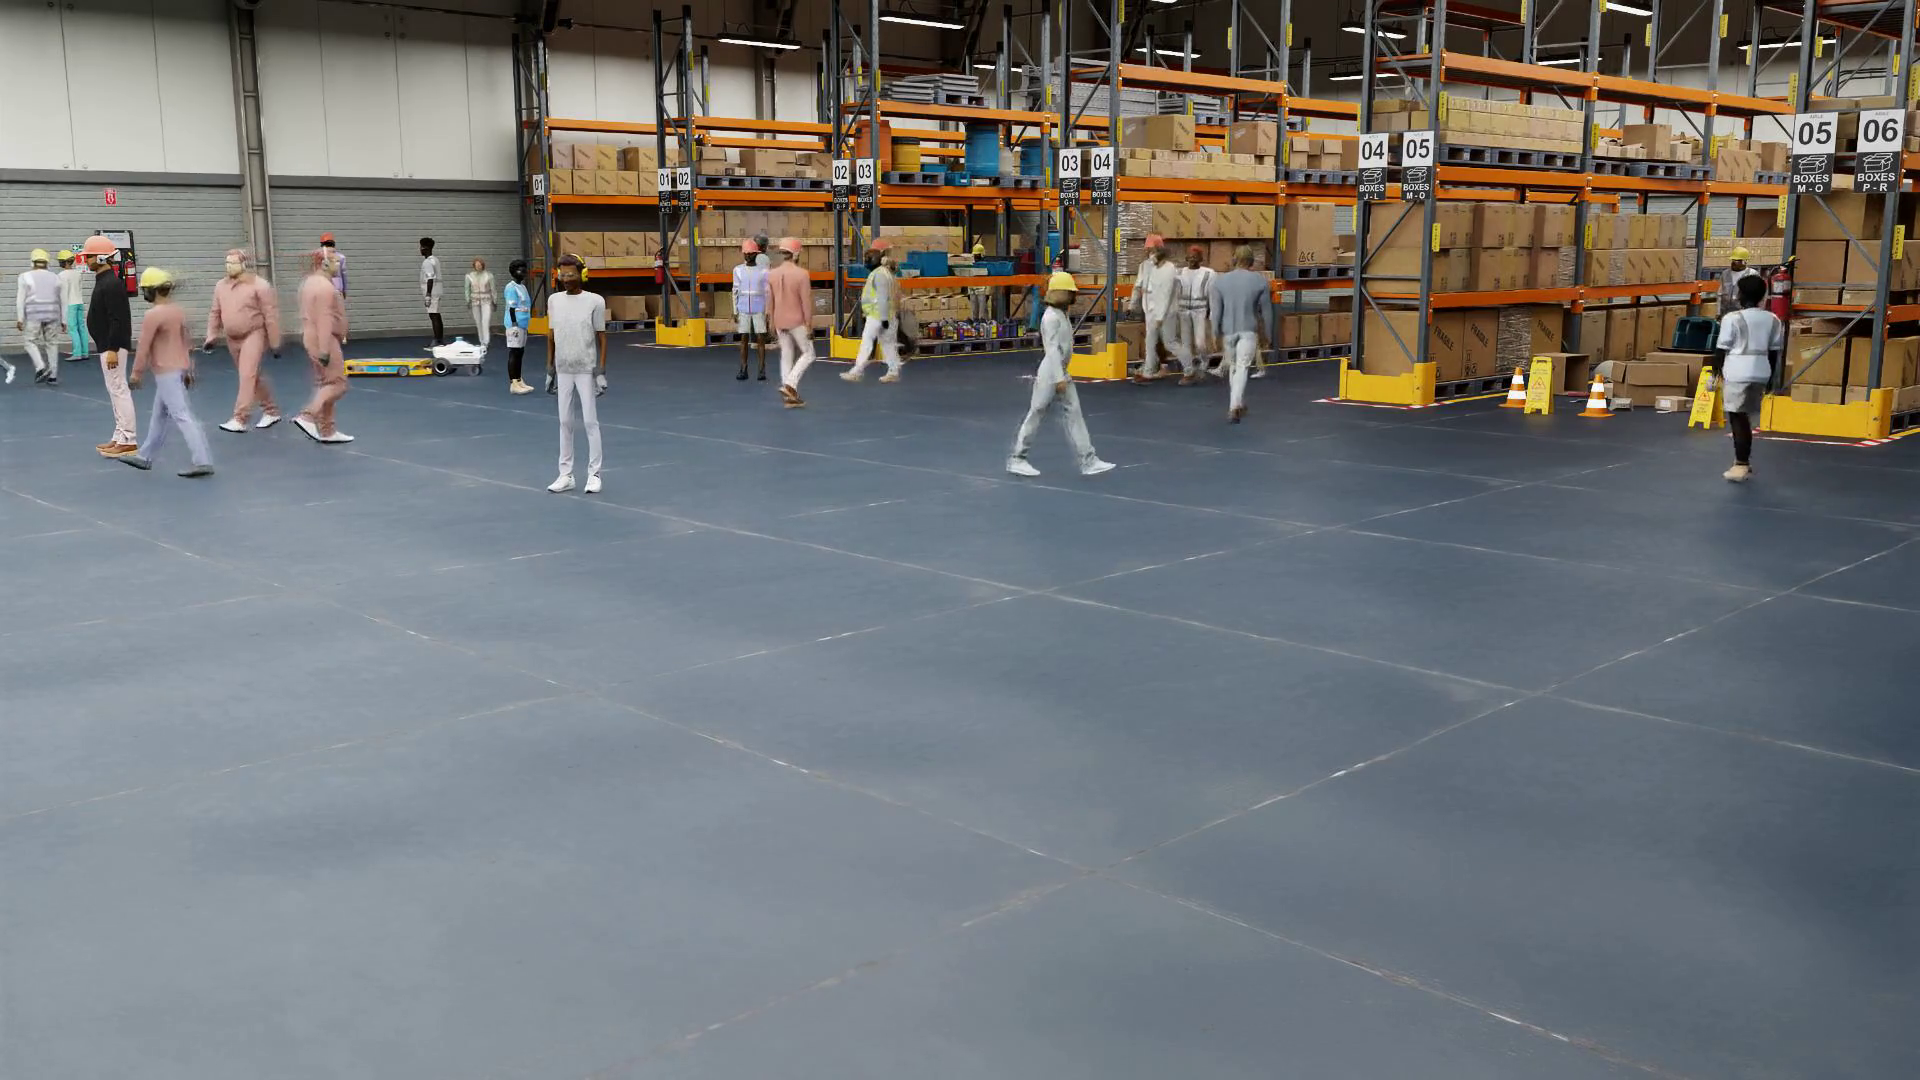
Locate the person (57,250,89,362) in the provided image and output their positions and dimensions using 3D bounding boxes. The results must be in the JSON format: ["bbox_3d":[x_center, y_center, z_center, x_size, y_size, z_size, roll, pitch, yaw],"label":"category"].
[{"bbox_3d":[-14.246,-3.753,26.643,0.324,1.767,0.533,0,10,2],"label":"person"}]

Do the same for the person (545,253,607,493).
[{"bbox_3d":[-3.010,-1.305,13.030,0.520,1.865,0.327,2,11,11],"label":"person"}]

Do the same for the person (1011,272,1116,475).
[{"bbox_3d":[0.829,-1.369,13.844,0.912,1.692,0.505,5,11,23],"label":"person"}]

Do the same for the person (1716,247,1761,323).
[{"bbox_3d":[11.245,-3.316,24.090,0.404,1.829,0.591,-9,14,-41],"label":"person"}]

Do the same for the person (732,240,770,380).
[{"bbox_3d":[-2.913,-3.216,23.249,0.545,1.938,0.360,1,10,3],"label":"person"}]

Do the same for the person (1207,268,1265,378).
[{"bbox_3d":[3.939,-3.053,23.328,0.894,1.576,0.505,-5,12,-26],"label":"person"}]

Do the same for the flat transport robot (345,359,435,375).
[{"bbox_3d":[-8.298,-2.506,24.040,1.431,0.197,0.652,-1,10,-4],"label":"flat transport robot"}]

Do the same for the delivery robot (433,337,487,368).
[{"bbox_3d":[-7.213,-2.690,24.014,0.707,0.478,0.477,-1,10,-4],"label":"delivery robot"}]

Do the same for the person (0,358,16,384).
[{"bbox_3d":[-12.871,-2.814,21.934,0.530,1.615,0.554,8,13,38],"label":"person"}]

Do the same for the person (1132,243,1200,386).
[{"bbox_3d":[2.785,-3.000,22.195,0.864,1.901,0.641,-3,11,-14],"label":"person"}]

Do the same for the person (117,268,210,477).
[{"bbox_3d":[-6.710,-1.387,13.864,0.882,1.727,0.528,0,10,-1],"label":"person"}]

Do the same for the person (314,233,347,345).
[{"bbox_3d":[-11.538,-4.597,30.487,0.377,2.045,0.605,9,14,41],"label":"person"}]

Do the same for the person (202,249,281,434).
[{"bbox_3d":[-7.369,-2.049,17.115,0.649,1.861,0.984,4,11,20],"label":"person"}]

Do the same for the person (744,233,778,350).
[{"bbox_3d":[-3.484,-4.384,29.447,0.538,2.000,0.689,-8,13,-37],"label":"person"}]

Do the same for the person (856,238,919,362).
[{"bbox_3d":[-1.139,-3.794,26.358,0.943,1.963,0.605,-3,11,-14],"label":"person"}]

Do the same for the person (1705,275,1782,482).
[{"bbox_3d":[6.417,-1.329,13.665,0.545,1.681,0.525,-4,11,-19],"label":"person"}]

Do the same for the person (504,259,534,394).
[{"bbox_3d":[-5.632,-2.721,21.203,0.321,1.696,0.530,0,10,2],"label":"person"}]

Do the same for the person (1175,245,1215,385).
[{"bbox_3d":[3.134,-3.038,22.447,0.598,1.868,0.409,5,11,23],"label":"person"}]

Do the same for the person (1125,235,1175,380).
[{"bbox_3d":[2.589,-3.192,22.944,1.009,1.994,0.618,-8,13,-36],"label":"person"}]

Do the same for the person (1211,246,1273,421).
[{"bbox_3d":[3.071,-2.262,18.200,0.646,1.893,1.036,4,11,22],"label":"person"}]

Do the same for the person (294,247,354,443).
[{"bbox_3d":[-6.128,-1.864,15.994,0.486,1.894,0.650,-7,12,-32],"label":"person"}]

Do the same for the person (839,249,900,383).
[{"bbox_3d":[-1.243,-3.052,22.707,0.916,1.800,0.622,0,10,-3],"label":"person"}]

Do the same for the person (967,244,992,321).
[{"bbox_3d":[0.359,-4.828,32.332,0.588,1.830,0.404,9,14,42],"label":"person"}]

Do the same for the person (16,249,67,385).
[{"bbox_3d":[-12.301,-2.983,22.287,0.451,1.818,0.650,9,14,40],"label":"person"}]

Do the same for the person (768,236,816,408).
[{"bbox_3d":[-1.953,-2.527,19.356,0.639,1.983,0.440,7,13,34],"label":"person"}]

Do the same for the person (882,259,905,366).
[{"bbox_3d":[-1.061,-3.522,25.737,0.307,1.638,0.511,-5,11,-24],"label":"person"}]

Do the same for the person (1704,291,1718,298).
[{"bbox_3d":[15.255,-4.999,33.808,0.511,1.635,0.306,-10,14,-43],"label":"person"}]

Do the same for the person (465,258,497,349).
[{"bbox_3d":[-8.496,-4.194,29.520,0.515,1.596,0.861,-1,10,-6],"label":"person"}]

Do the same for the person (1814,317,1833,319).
[{"bbox_3d":[13.811,-3.762,26.449,0.595,1.846,0.767,5,12,27],"label":"person"}]

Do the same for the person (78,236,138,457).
[{"bbox_3d":[-7.757,-1.765,15.174,0.381,1.994,0.622,-6,12,-31],"label":"person"}]

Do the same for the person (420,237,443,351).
[{"bbox_3d":[-9.240,-4.301,29.084,0.374,1.966,0.607,-1,10,-3],"label":"person"}]

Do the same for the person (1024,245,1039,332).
[{"bbox_3d":[1.693,-5.299,34.914,0.750,1.821,0.581,-9,13,-39],"label":"person"}]
